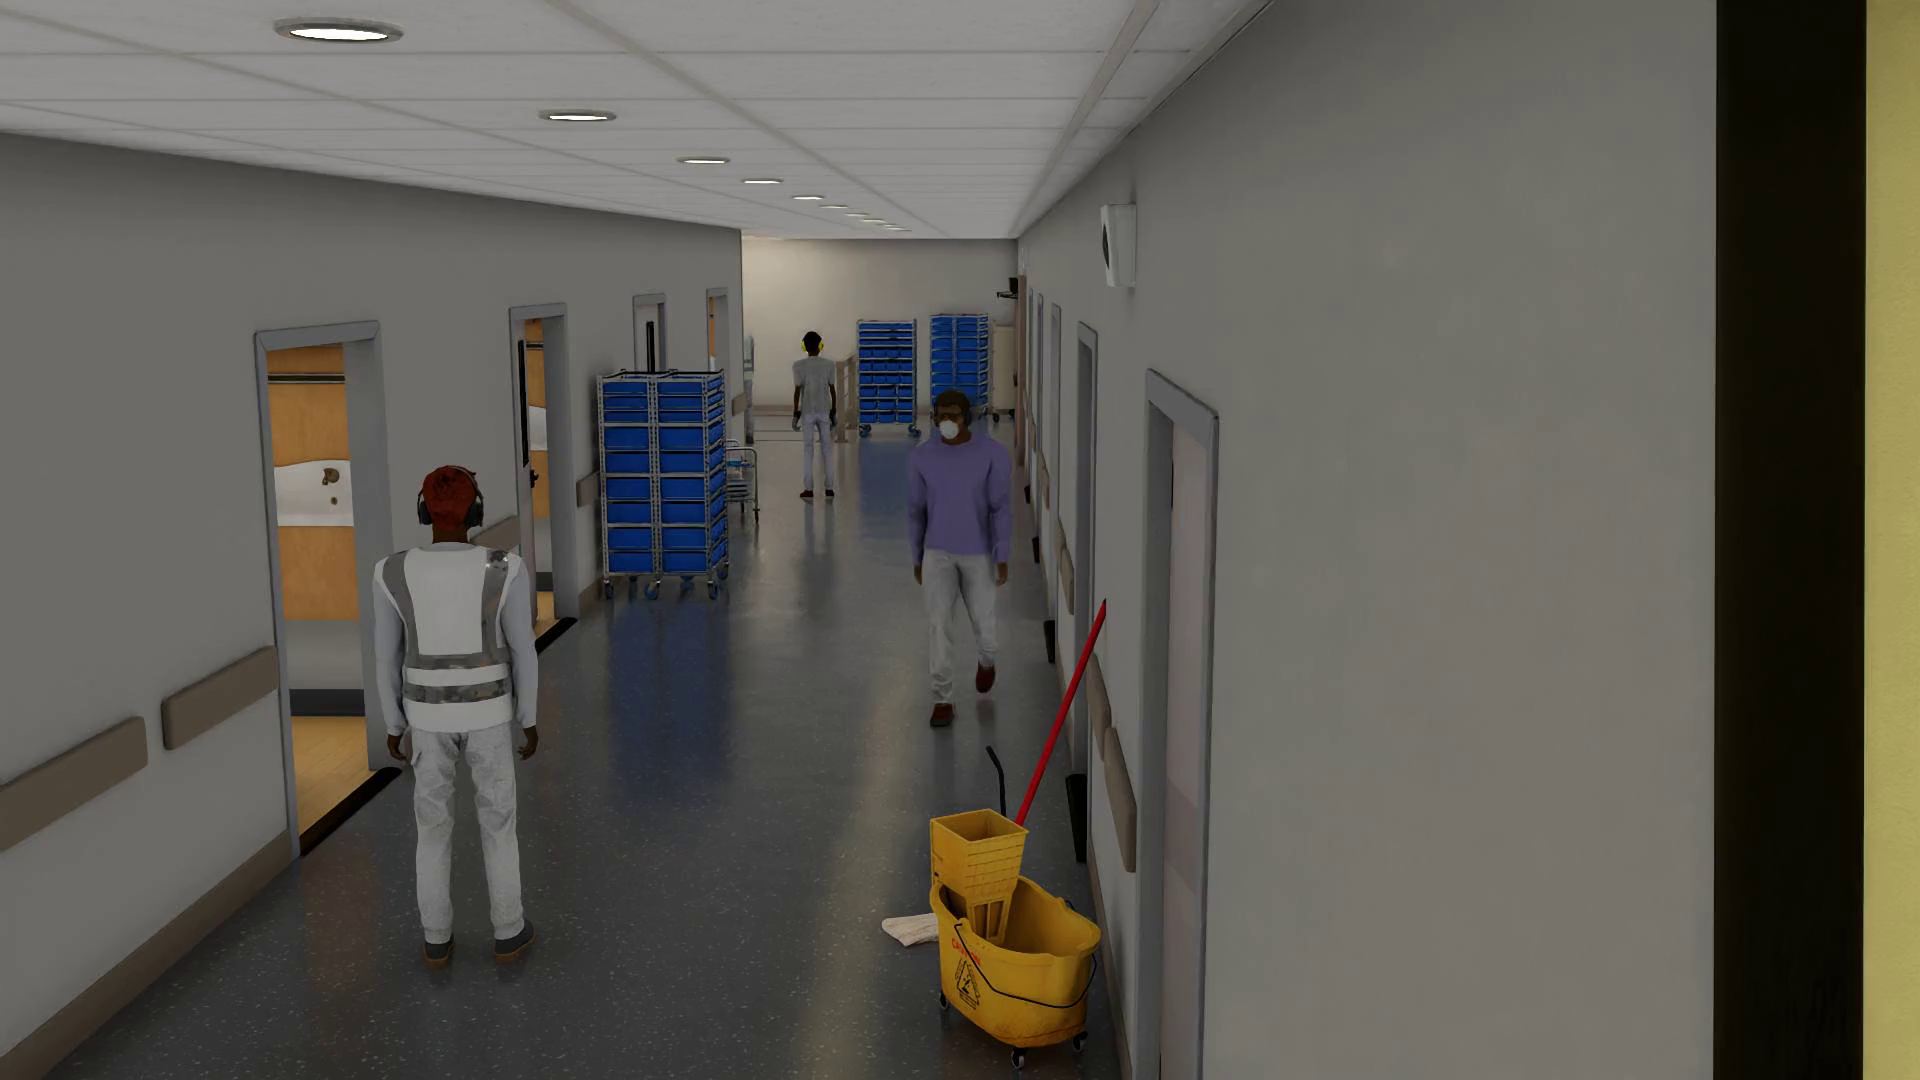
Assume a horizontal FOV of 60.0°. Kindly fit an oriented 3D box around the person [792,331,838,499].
[{"bbox_3d":[-1.616,-1.387,18.510,0.517,1.865,0.328,-3,10,-16],"label":"person"}]

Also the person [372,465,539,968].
[{"bbox_3d":[-1.854,0.660,6.185,0.576,1.883,0.354,-1,10,-8],"label":"person"}]

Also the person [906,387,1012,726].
[{"bbox_3d":[0.002,0.065,9.643,0.632,1.919,0.831,2,10,10],"label":"person"}]
